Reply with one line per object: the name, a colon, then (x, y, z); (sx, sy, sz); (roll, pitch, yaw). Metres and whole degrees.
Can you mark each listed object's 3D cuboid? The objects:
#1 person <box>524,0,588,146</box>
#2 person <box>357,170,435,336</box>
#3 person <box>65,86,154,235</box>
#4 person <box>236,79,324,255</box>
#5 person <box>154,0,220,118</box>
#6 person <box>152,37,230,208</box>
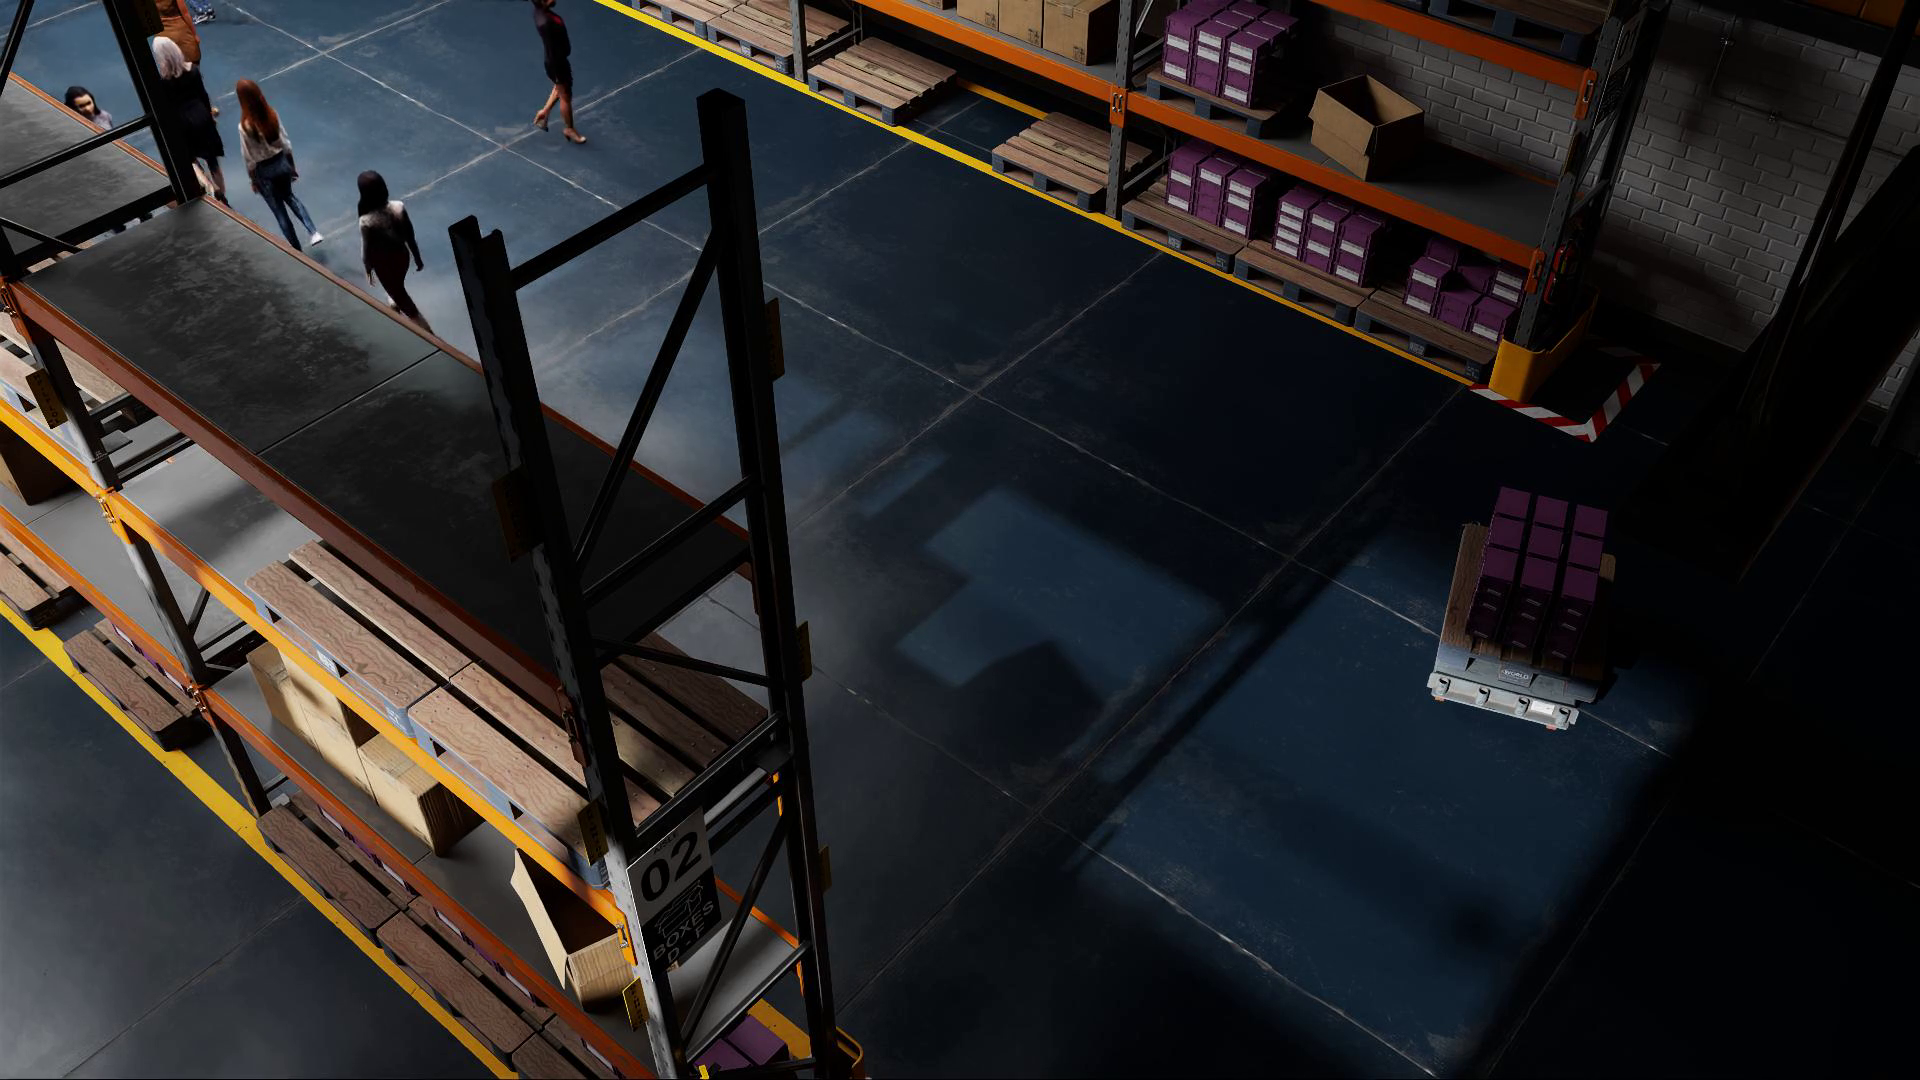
person: (-3.905, -4.492, 15.798); (0.820, 1.630, 0.772); (-13, 45, -13)
person: (-4.441, -2.094, 13.228); (1.083, 1.704, 0.691); (25, 49, 24)
person: (-7.367, -3.140, 14.319); (0.702, 1.712, 0.634); (34, 53, 30)
person: (-5.861, -3.153, 14.329); (0.710, 1.718, 0.641); (21, 48, 21)
person: (-7.632, -4.903, 16.191); (0.610, 1.684, 0.705); (5, 44, 6)
person: (-6.785, -3.636, 14.822); (0.627, 1.737, 0.633); (30, 51, 28)
